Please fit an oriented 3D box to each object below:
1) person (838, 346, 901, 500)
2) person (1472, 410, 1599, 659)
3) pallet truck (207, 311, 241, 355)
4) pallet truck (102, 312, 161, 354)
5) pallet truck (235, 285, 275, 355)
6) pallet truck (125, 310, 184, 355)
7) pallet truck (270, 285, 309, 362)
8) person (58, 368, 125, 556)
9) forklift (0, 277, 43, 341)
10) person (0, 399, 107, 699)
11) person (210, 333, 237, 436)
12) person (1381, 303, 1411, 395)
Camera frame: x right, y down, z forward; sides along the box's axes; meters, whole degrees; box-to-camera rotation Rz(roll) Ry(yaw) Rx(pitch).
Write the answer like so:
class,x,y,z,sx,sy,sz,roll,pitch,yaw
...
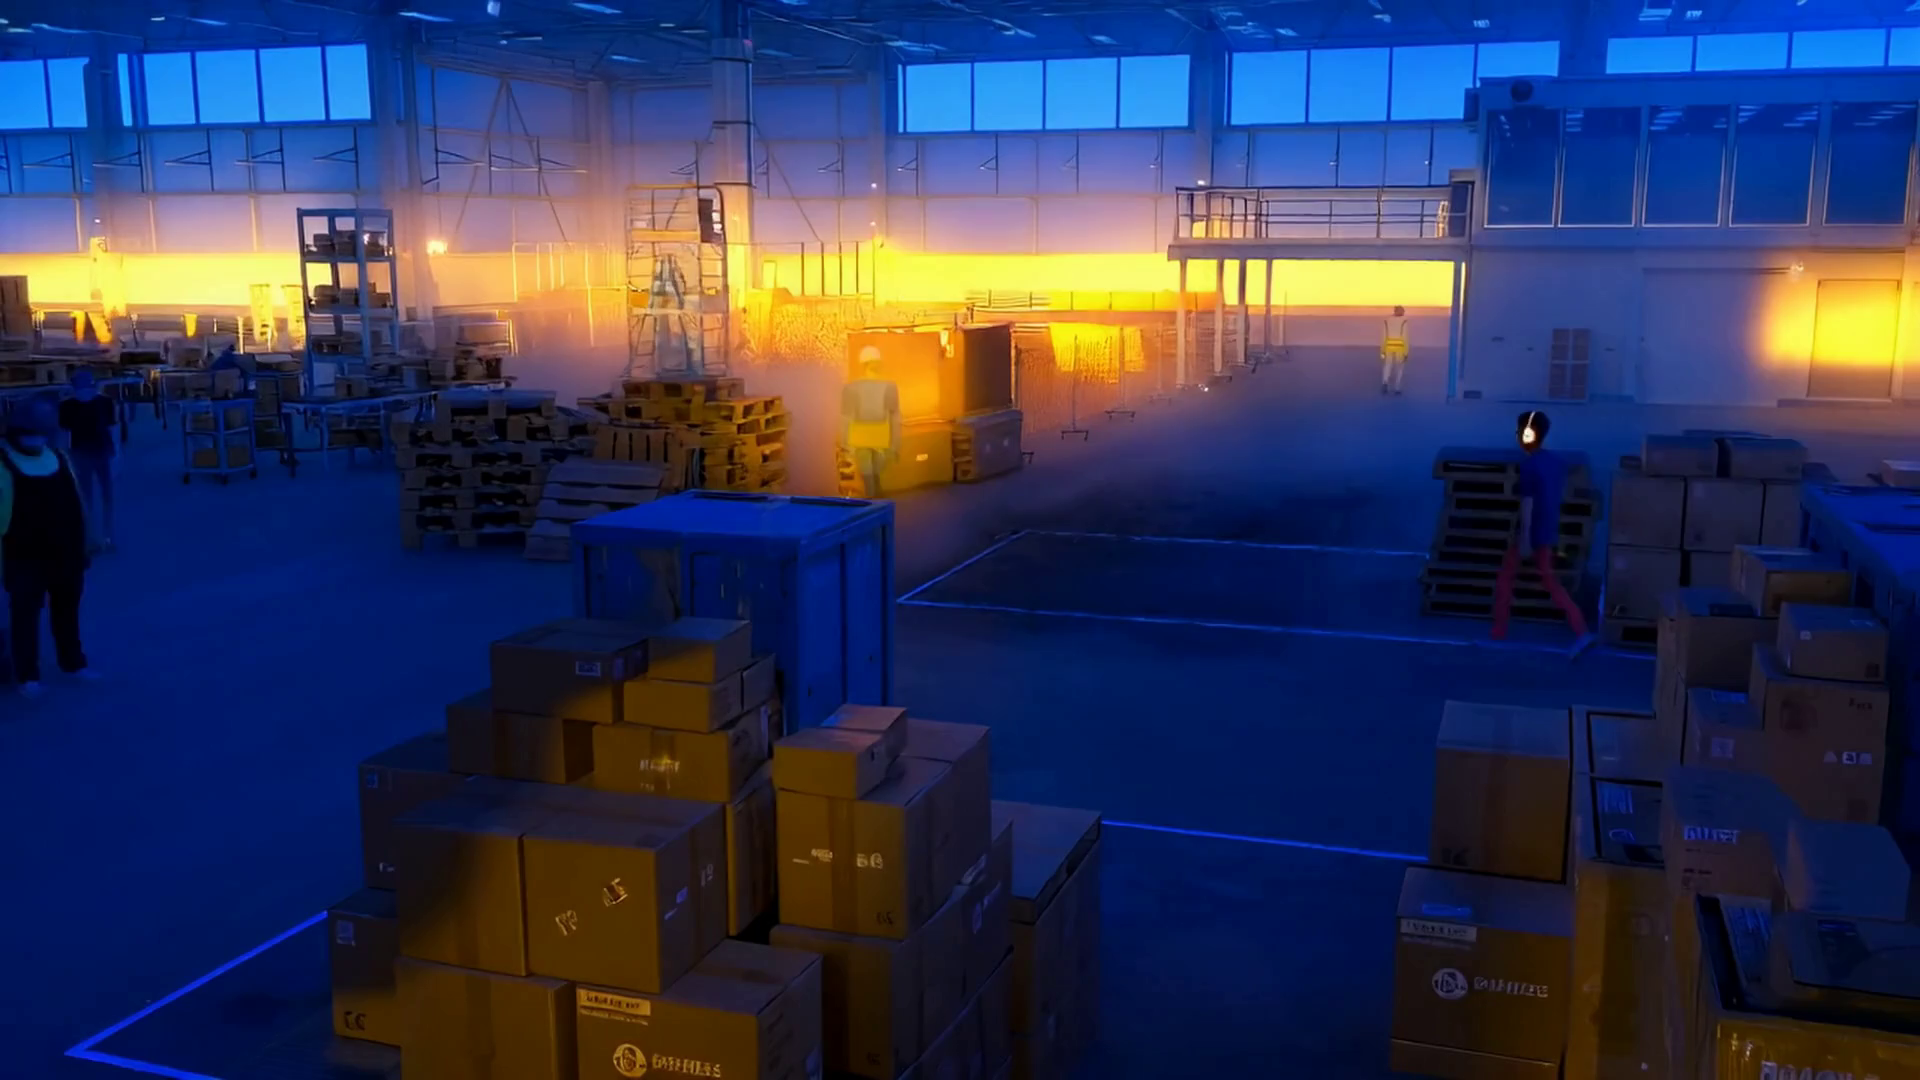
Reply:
class,x,y,z,sx,sy,sz,roll,pitch,yaw
person,-0.932,-1.026,17.369,0.618,1.999,1.052,-3,11,-19
person,4.297,-0.039,12.260,0.527,1.837,0.900,-8,13,-37
pallet truck,-19.537,-5.575,44.913,0.653,1.274,1.630,3,11,19
pallet truck,-23.057,-5.777,46.261,0.680,1.201,1.601,3,11,19
pallet truck,-18.327,-5.835,44.421,0.823,1.965,1.885,4,11,23
pallet truck,-22.038,-5.665,45.457,0.704,1.261,1.522,3,11,17
pallet truck,-17.147,-5.700,43.663,0.823,1.965,1.885,3,11,17
person,-8.444,-0.747,16.182,0.563,1.843,0.772,-5,11,-28
forklift,-27.151,-6.329,46.328,1.157,1.987,2.680,3,11,17
person,-6.165,0.035,11.243,0.535,2.000,0.768,6,12,29
person,-10.694,-2.126,24.188,0.313,1.768,0.528,0,10,1
person,8.752,-3.823,33.469,0.590,1.864,0.653,5,11,28
